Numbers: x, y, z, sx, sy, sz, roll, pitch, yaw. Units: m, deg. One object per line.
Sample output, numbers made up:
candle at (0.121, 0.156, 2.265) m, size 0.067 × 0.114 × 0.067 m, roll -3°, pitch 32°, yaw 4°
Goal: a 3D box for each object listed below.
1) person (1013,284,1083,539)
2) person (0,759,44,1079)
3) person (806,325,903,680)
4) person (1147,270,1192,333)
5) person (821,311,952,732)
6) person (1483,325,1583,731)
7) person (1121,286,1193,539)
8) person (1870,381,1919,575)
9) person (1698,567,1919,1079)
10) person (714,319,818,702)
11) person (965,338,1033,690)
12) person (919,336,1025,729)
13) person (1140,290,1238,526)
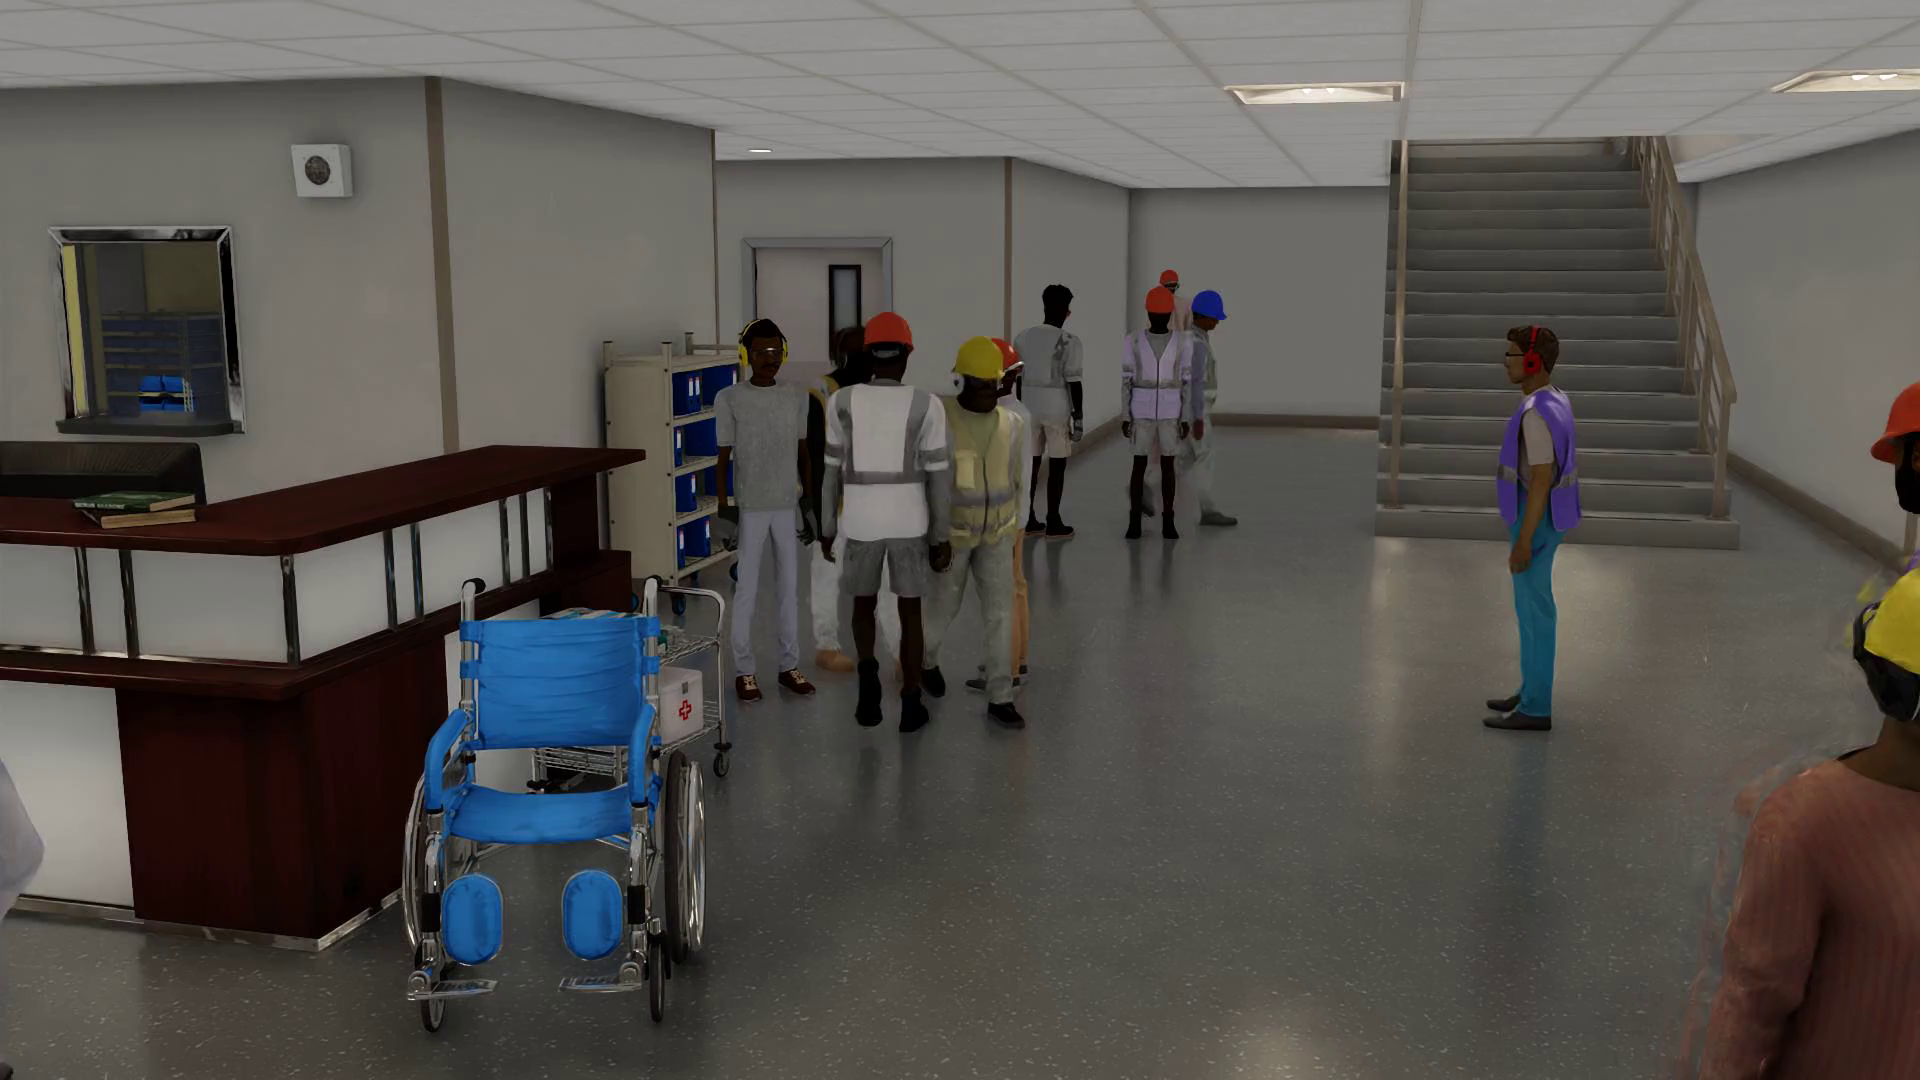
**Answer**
person at (0.687, -0.977, 12.736) m, size 0.619 × 1.951 × 0.388 m, roll 7°, pitch 12°, yaw 36°
person at (-2.648, 0.526, 4.230) m, size 0.457 × 1.828 × 0.598 m, roll -1°, pitch 10°, yaw -5°
person at (-0.479, -0.166, 8.393) m, size 0.646 × 1.799 × 0.920 m, roll -8°, pitch 12°, yaw -38°
person at (2.620, -2.385, 20.885) m, size 0.612 × 1.997 × 0.375 m, roll -3°, pitch 10°, yaw -15°
person at (-0.340, -0.060, 7.475) m, size 0.633 × 1.907 × 0.578 m, roll 1°, pitch 10°, yaw 8°
person at (2.622, -0.049, 7.575) m, size 0.389 × 1.845 × 0.564 m, roll 4°, pitch 11°, yaw 23°
person at (1.502, -0.967, 12.720) m, size 0.544 × 1.935 × 0.361 m, roll 1°, pitch 10°, yaw 4°
person at (2.246, 0.579, 3.727) m, size 0.559 × 1.890 × 0.581 m, roll -9°, pitch 13°, yaw -43°
person at (1.400, 0.888, 2.386) m, size 0.528 × 1.729 × 0.815 m, roll -4°, pitch 10°, yaw -23°
person at (-0.937, -0.144, 8.101) m, size 0.510 × 1.861 × 0.324 m, roll -6°, pitch 11°, yaw -30°
person at (0.181, -0.128, 8.307) m, size 0.337 × 1.749 × 0.574 m, roll 2°, pitch 10°, yaw 14°
person at (0.029, -0.062, 7.791) m, size 0.575 × 1.798 × 0.793 m, roll -4°, pitch 10°, yaw -22°
person at (1.806, -1.040, 13.288) m, size 0.798 × 1.899 × 0.647 m, roll 1°, pitch 10°, yaw 7°
